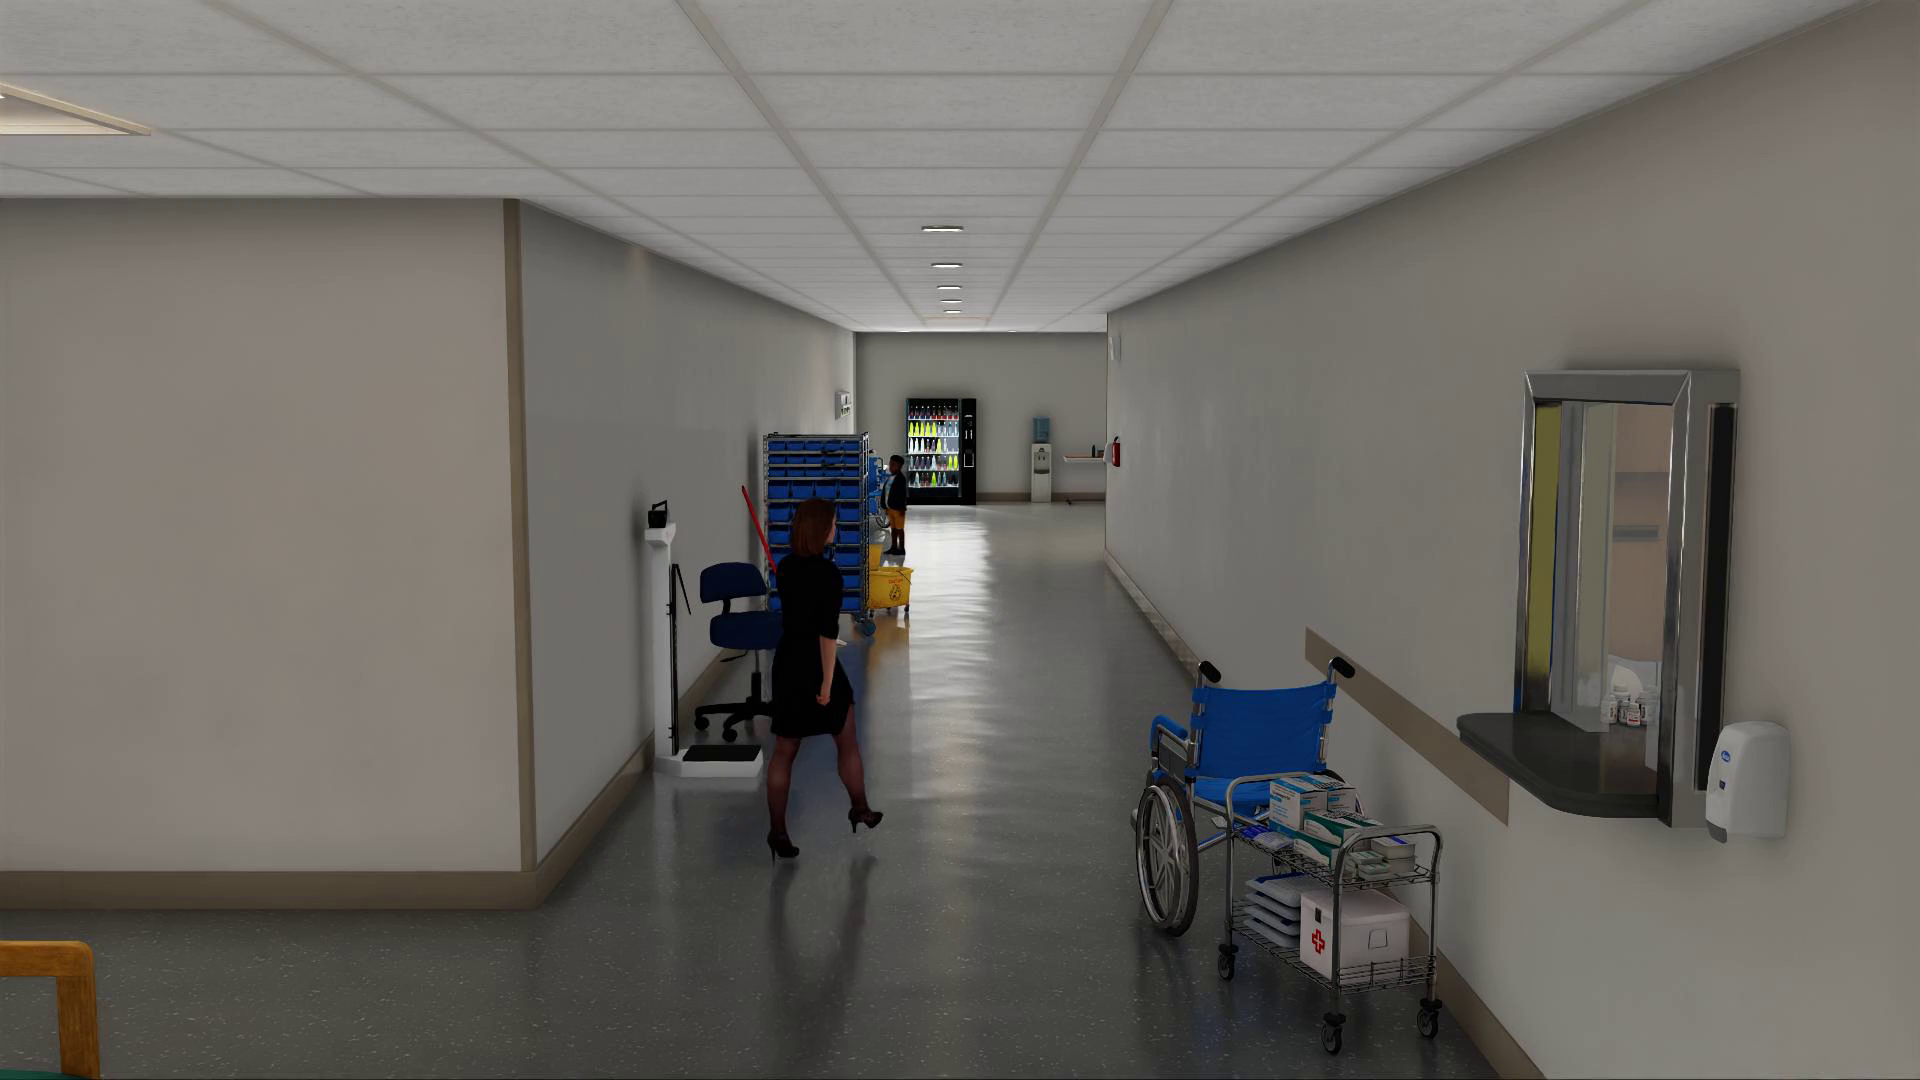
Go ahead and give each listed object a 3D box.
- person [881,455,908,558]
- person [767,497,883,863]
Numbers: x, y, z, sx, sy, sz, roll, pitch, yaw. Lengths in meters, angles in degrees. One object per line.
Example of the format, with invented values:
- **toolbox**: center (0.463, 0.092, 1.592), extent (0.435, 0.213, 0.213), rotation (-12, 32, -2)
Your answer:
- **person**: center (-0.783, -0.435, 20.719), extent (0.656, 1.268, 0.611), rotation (-4, 7, -34)
- **person**: center (-0.774, 0.668, 7.728), extent (0.984, 1.673, 0.987), rotation (4, 7, 37)
